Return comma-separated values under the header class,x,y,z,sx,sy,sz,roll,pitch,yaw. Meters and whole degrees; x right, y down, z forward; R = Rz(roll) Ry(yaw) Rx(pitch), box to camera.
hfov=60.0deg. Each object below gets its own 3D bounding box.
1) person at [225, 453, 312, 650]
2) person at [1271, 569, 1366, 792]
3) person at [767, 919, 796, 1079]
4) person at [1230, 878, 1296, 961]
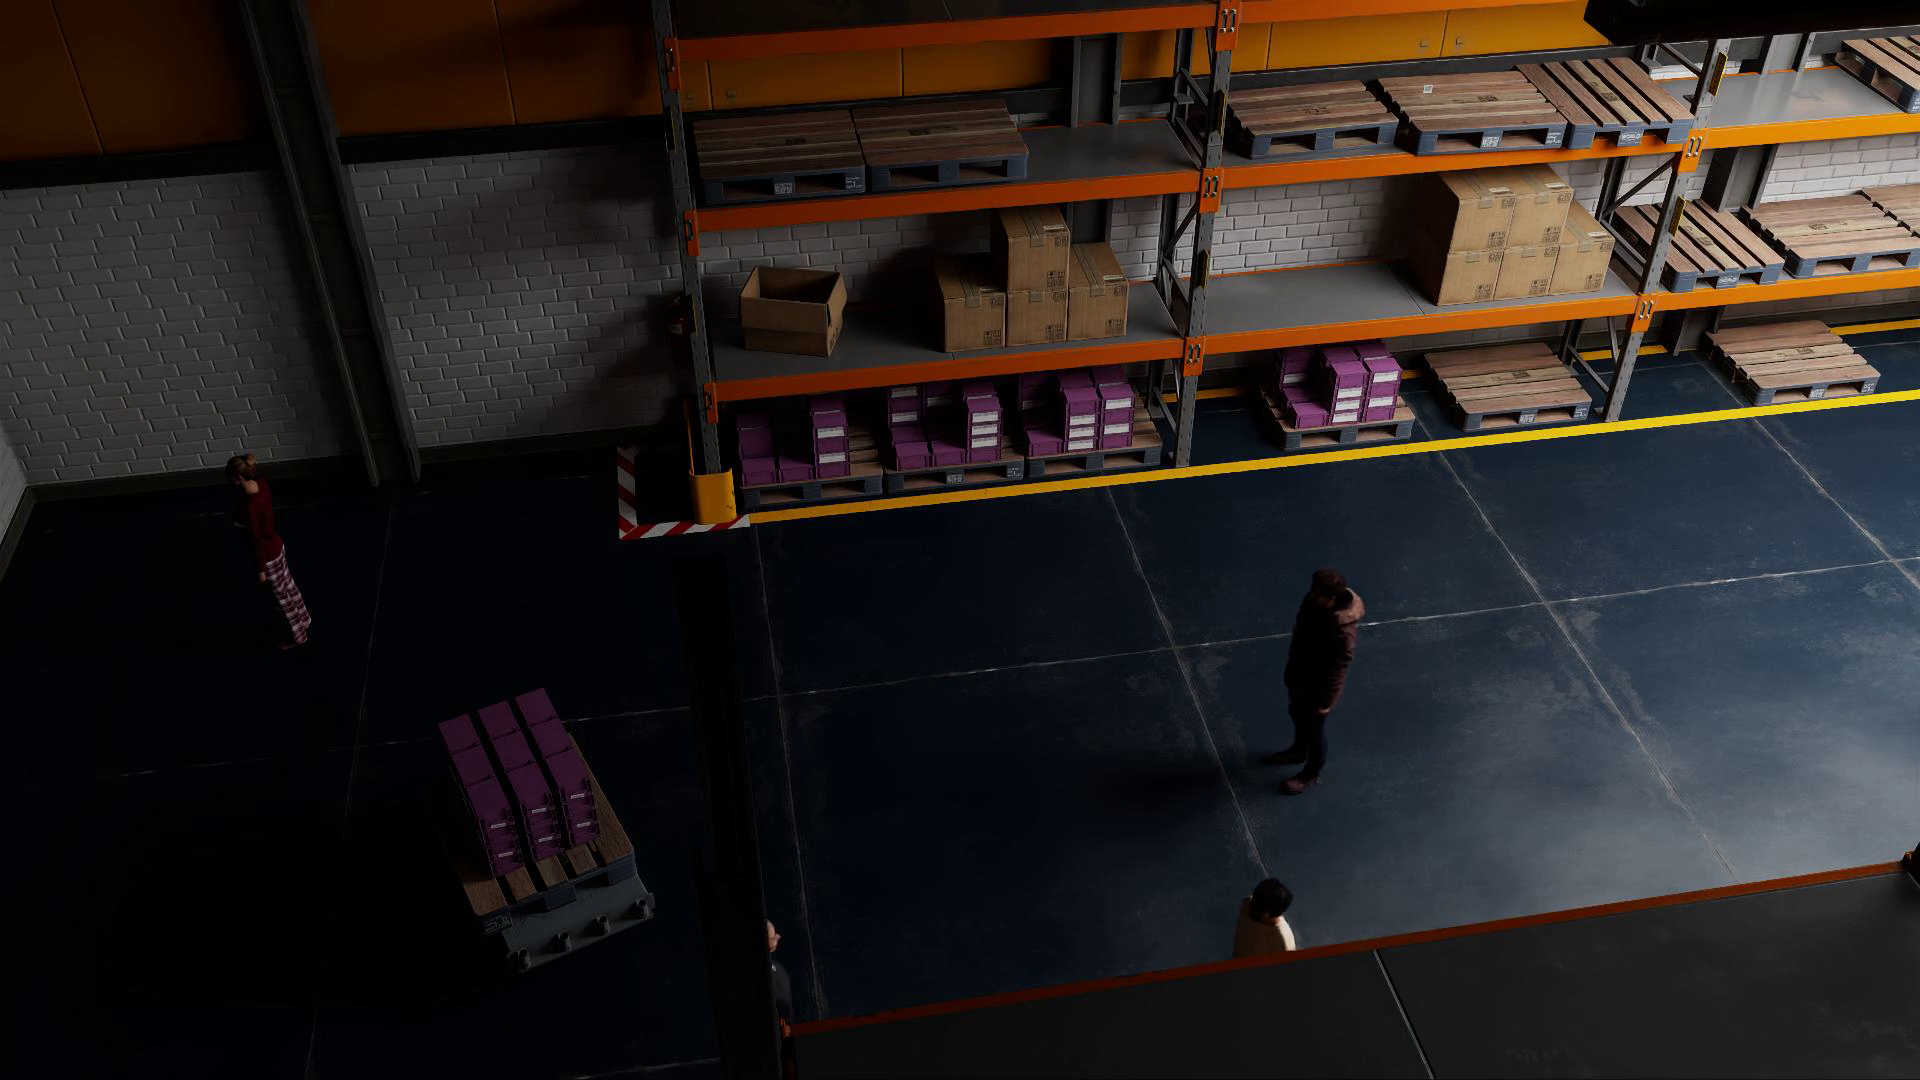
class,x,y,z,sx,sy,sz,roll,pitch,yaw
person,-5.083,0.072,12.181,0.495,1.698,0.614,-7,39,-9
person,2.358,0.911,11.014,0.671,1.842,0.771,-10,40,-12
person,-1.117,2.638,8.953,0.738,1.716,0.616,-6,39,-7
person,1.701,2.419,9.336,0.697,1.579,0.669,-15,41,-18
